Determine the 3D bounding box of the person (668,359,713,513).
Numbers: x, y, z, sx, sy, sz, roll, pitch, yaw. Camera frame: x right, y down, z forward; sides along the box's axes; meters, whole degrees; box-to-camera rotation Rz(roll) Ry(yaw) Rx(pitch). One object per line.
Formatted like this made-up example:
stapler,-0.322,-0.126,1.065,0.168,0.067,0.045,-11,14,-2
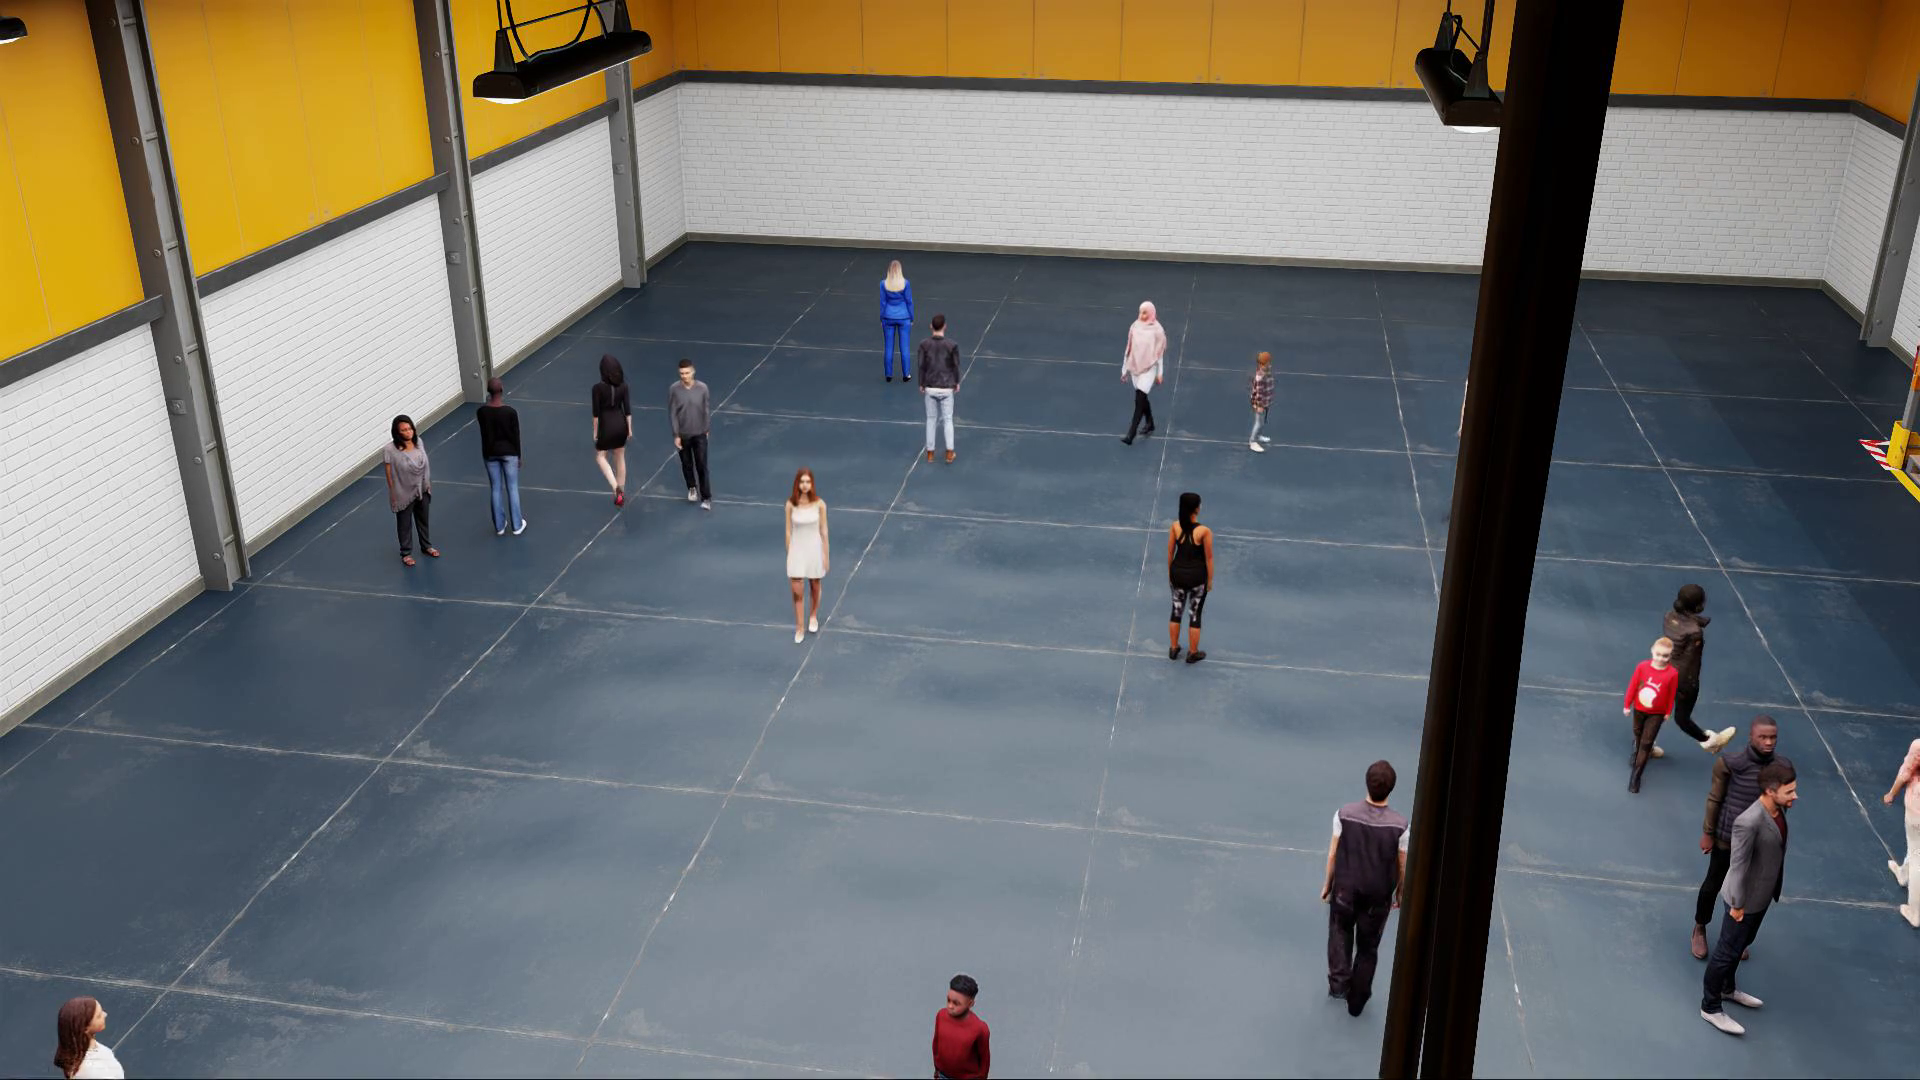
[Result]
person,-3.051,-1.211,18.751,0.866,1.720,1.172,-5,24,-11

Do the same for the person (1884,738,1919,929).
person,6.810,1.930,11.601,0.697,1.693,0.995,0,24,0

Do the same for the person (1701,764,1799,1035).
person,5.052,2.249,10.644,0.841,1.874,0.736,20,31,38

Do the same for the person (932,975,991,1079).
person,0.009,3.041,9.606,0.559,1.255,0.562,12,26,25

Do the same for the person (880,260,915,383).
person,-0.875,-3.020,22.914,0.629,1.700,0.558,2,24,5

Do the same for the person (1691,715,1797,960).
person,5.288,1.999,11.265,0.726,1.836,0.624,0,24,1

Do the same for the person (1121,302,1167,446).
person,2.322,-2.091,20.724,1.007,1.753,1.232,17,29,34

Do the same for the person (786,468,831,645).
person,-1.446,0.094,15.803,0.655,1.691,0.826,0,24,0

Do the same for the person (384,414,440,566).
person,-5.754,-0.558,17.397,0.815,1.609,0.739,18,30,36

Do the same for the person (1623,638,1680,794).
person,5.591,1.354,13.477,0.728,1.245,1.005,14,27,29

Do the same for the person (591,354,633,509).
person,-3.849,-1.154,18.544,0.810,1.782,0.874,-14,27,-28

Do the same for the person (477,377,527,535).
person,-4.980,-0.910,18.030,0.641,1.747,0.627,-2,24,-4

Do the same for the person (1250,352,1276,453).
person,3.693,-1.717,20.459,0.772,1.280,0.608,8,25,17

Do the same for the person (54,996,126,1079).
person,-4.607,3.169,8.800,0.906,1.666,1.018,22,32,40

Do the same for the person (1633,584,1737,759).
person,5.973,1.100,13.552,0.837,1.650,0.977,11,26,24

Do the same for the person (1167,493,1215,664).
person,2.101,0.329,15.297,0.649,1.665,0.621,13,27,28

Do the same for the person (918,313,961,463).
person,-0.252,-1.825,20.013,0.686,1.836,0.580,1,24,2

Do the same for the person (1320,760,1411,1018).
person,2.569,2.280,10.621,0.735,1.836,0.716,9,25,19
